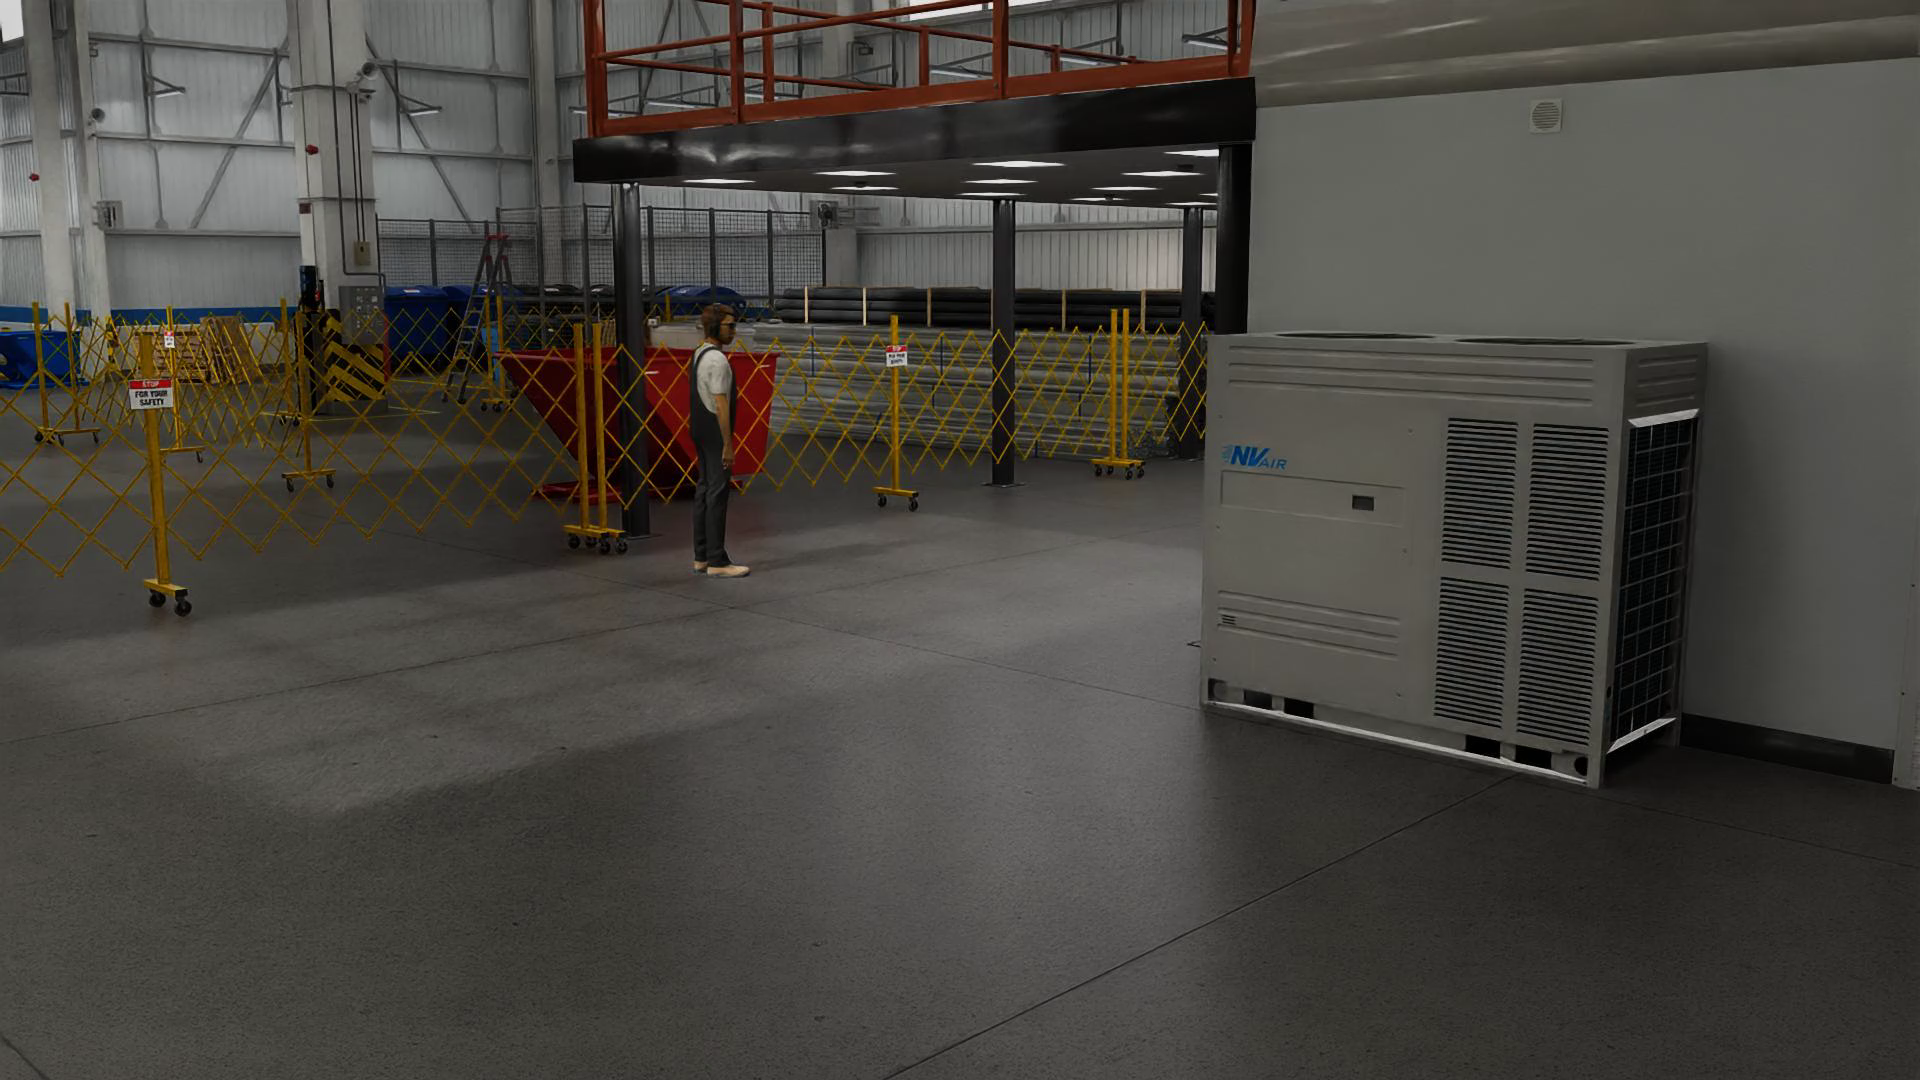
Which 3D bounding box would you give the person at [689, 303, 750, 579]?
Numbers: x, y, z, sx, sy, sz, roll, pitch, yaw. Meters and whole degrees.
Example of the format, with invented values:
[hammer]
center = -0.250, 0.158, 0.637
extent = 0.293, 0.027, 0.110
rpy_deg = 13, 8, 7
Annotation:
[person]
center = -1.643, -0.662, 11.183
extent = 0.328, 1.840, 0.516
rpy_deg = -5, 10, -27
